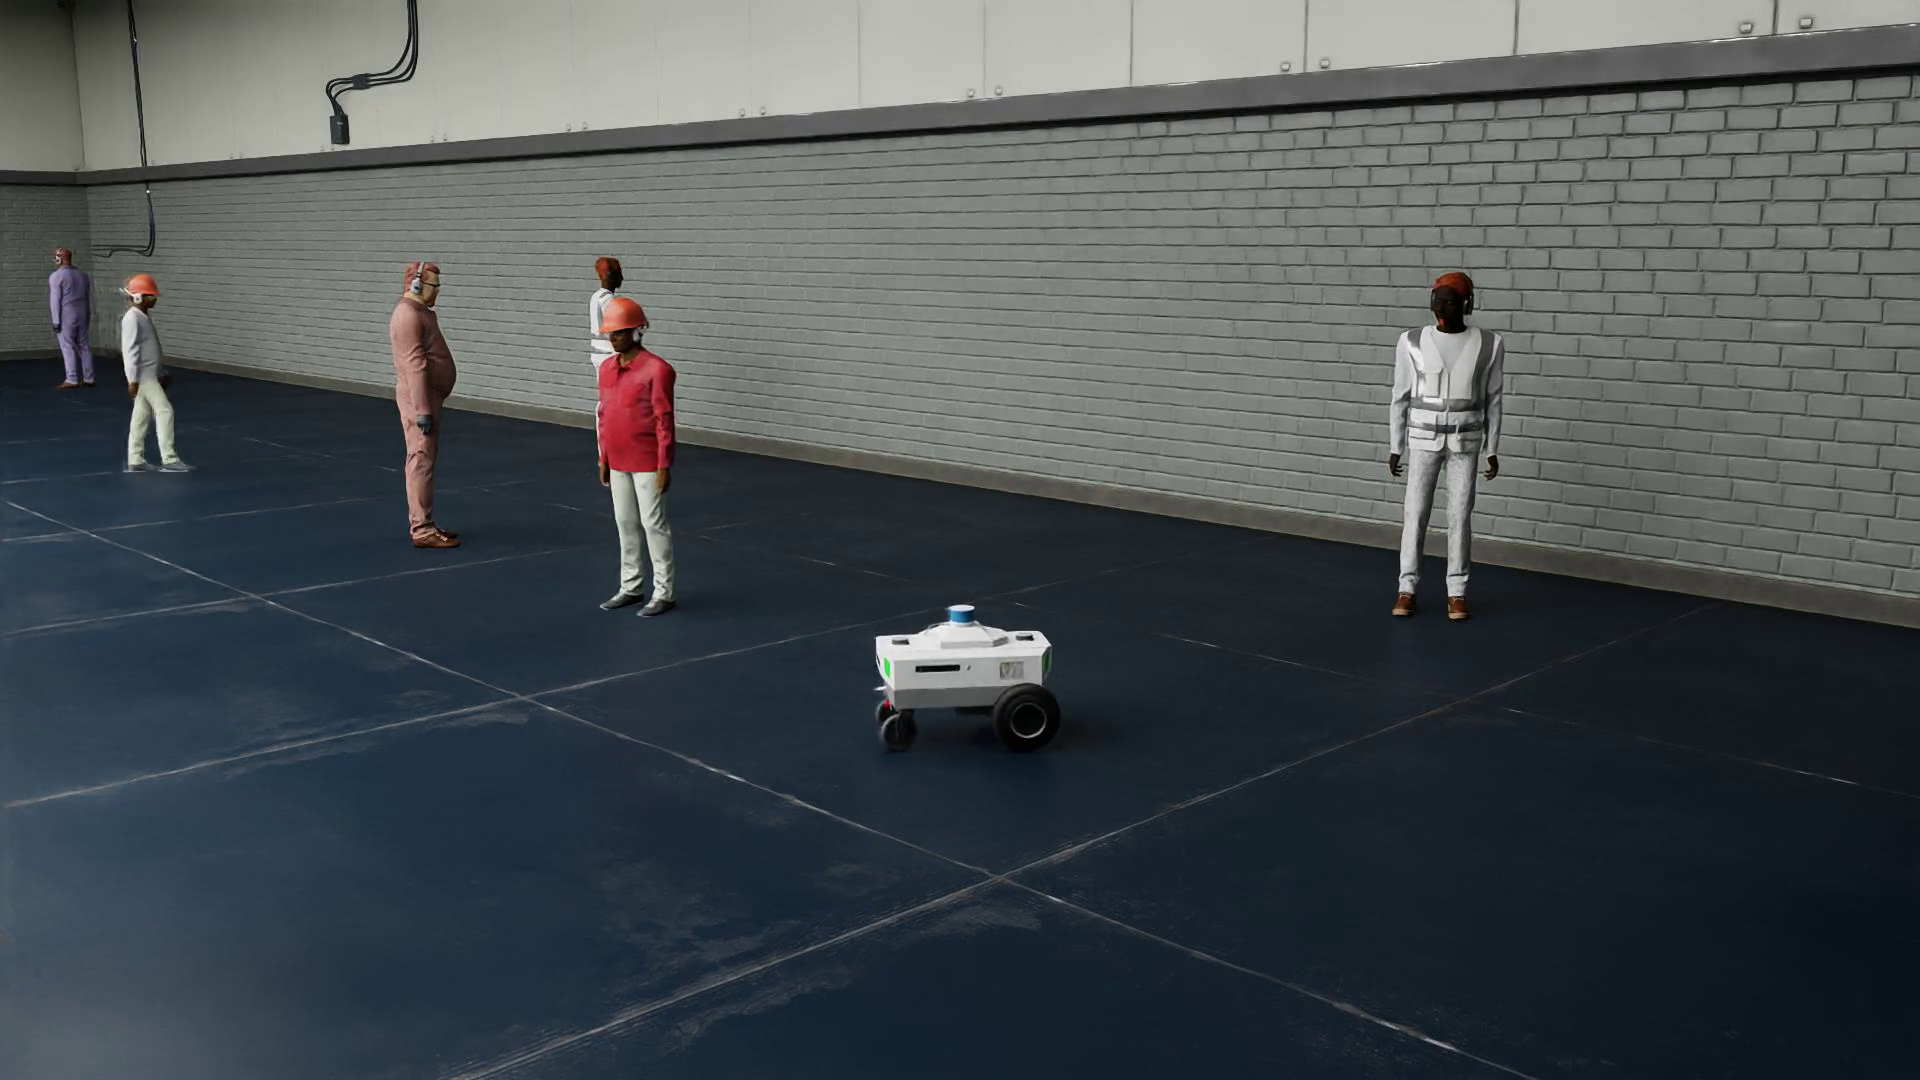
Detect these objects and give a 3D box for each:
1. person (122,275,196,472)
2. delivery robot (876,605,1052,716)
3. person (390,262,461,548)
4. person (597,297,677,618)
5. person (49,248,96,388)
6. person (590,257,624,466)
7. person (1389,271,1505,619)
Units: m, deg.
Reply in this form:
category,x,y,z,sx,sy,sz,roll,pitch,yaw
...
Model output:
category,x,y,z,sx,sy,sz,roll,pitch,yaw
person,-7.033,-1.447,14.581,0.698,1.727,0.579,-3,11,-18
delivery robot,0.009,0.512,6.852,0.707,0.478,0.477,-1,11,-7
person,-3.574,-0.900,11.136,0.407,1.902,0.639,-3,11,-18
person,-1.794,-0.450,9.113,0.571,1.743,0.351,8,13,37
person,-12.169,-3.026,22.735,0.401,1.900,0.639,3,11,15
person,-3.105,-1.573,14.850,0.355,1.884,0.576,-5,12,-27
person,2.628,-0.506,9.025,0.584,1.883,0.337,3,11,15
